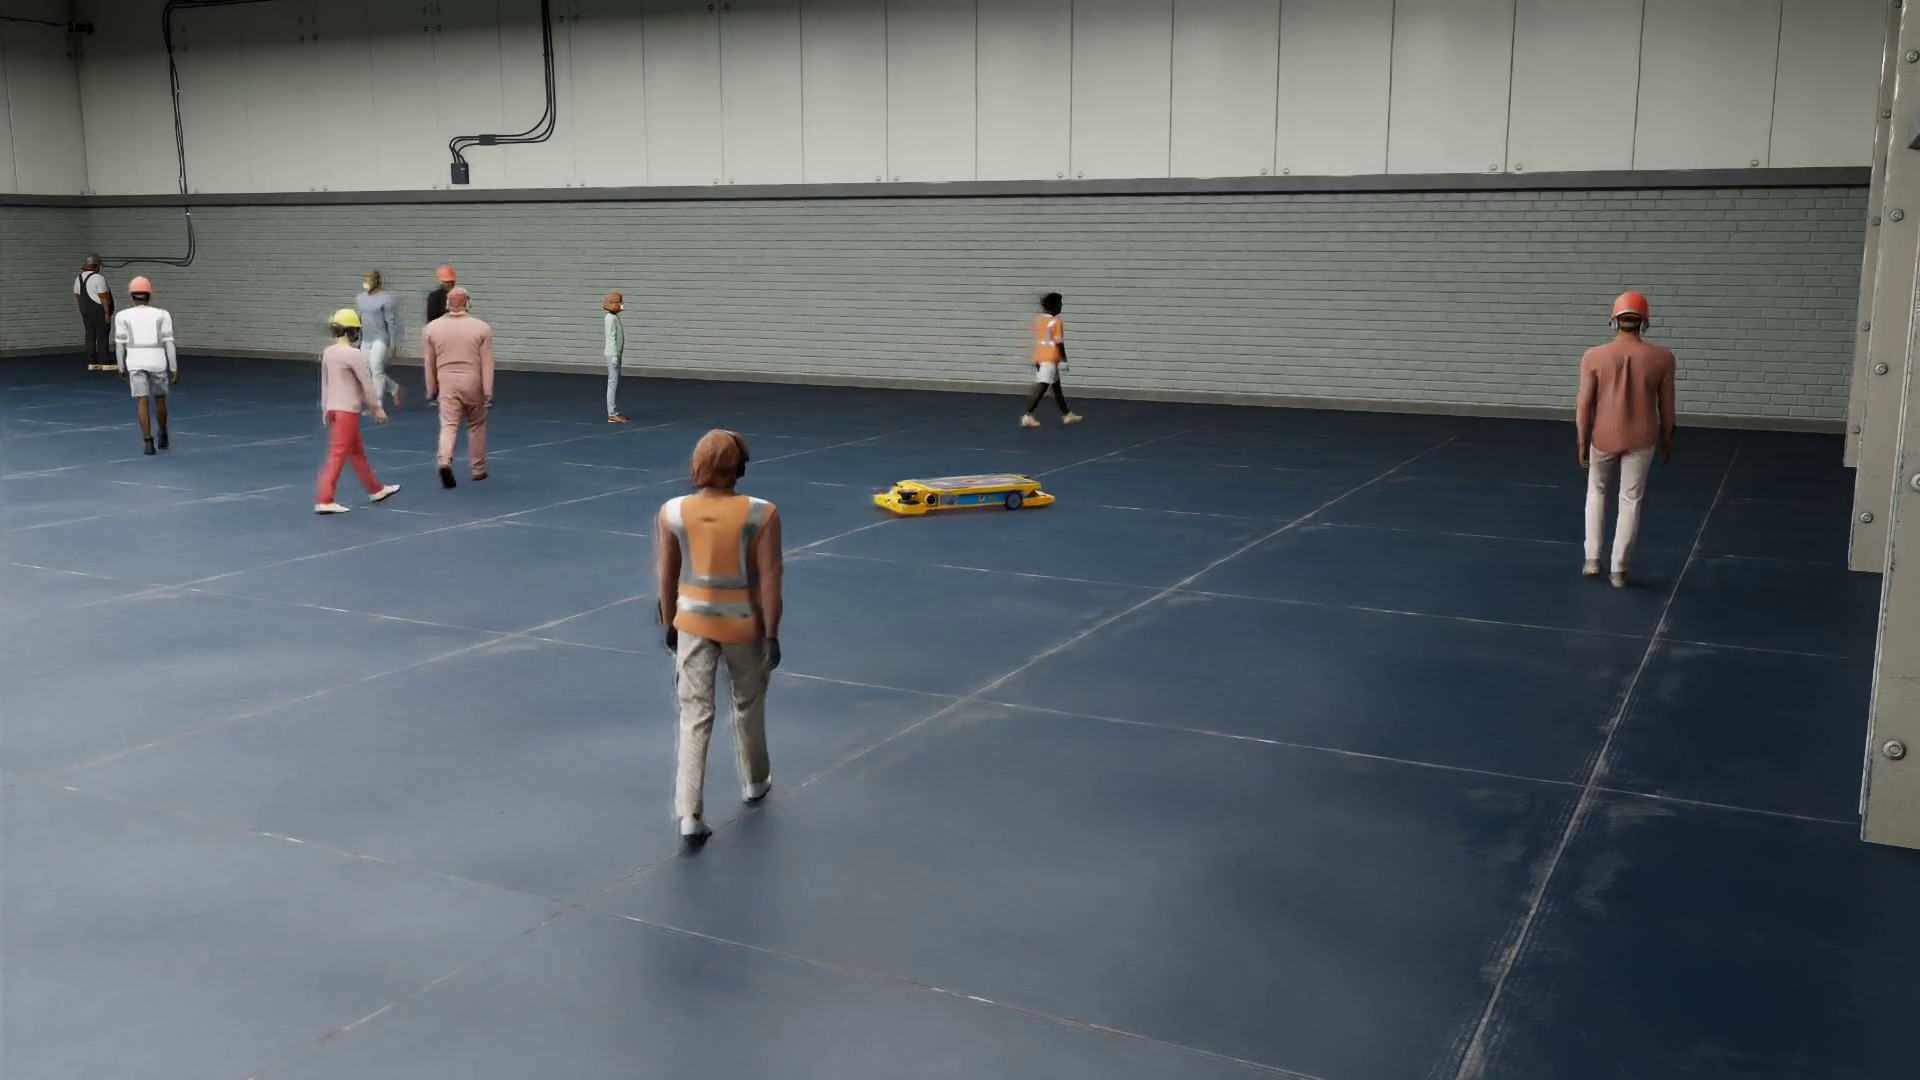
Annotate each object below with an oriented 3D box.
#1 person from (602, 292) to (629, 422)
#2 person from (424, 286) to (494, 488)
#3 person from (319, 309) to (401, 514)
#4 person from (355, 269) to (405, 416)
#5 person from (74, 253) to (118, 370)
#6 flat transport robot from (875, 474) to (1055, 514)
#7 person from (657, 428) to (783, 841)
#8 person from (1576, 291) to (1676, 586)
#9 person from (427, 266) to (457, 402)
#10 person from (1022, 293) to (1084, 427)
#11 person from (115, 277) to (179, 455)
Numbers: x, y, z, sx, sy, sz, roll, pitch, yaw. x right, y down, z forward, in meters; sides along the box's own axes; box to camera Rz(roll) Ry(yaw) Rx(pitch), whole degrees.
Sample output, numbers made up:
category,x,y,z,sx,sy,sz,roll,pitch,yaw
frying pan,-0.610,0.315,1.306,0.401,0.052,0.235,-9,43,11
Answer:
category,x,y,z,sx,sy,sz,roll,pitch,yaw
person,-4.360,-2.309,21.046,0.275,1.632,0.507,-1,10,-7
person,-4.721,-1.445,15.688,0.651,1.879,0.892,-1,10,-3
person,-5.185,-1.105,14.256,0.544,1.722,0.908,9,14,40
person,-7.638,-2.609,21.905,0.641,1.923,0.752,6,12,28
person,-15.085,-3.992,29.110,0.678,2.000,0.536,5,11,25
flat transport robot,0.044,-0.409,14.405,1.431,0.197,0.652,-5,11,-23
person,-0.960,0.357,6.608,0.530,1.596,0.851,1,10,6
person,4.514,-0.692,11.295,0.627,1.976,0.625,4,11,22
person,-7.170,-2.861,23.284,1.047,1.922,0.679,10,14,43
person,1.123,-2.211,20.465,0.890,1.644,0.549,-4,11,-19
person,-8.857,-1.905,18.126,0.593,1.889,0.963,-5,12,-27
